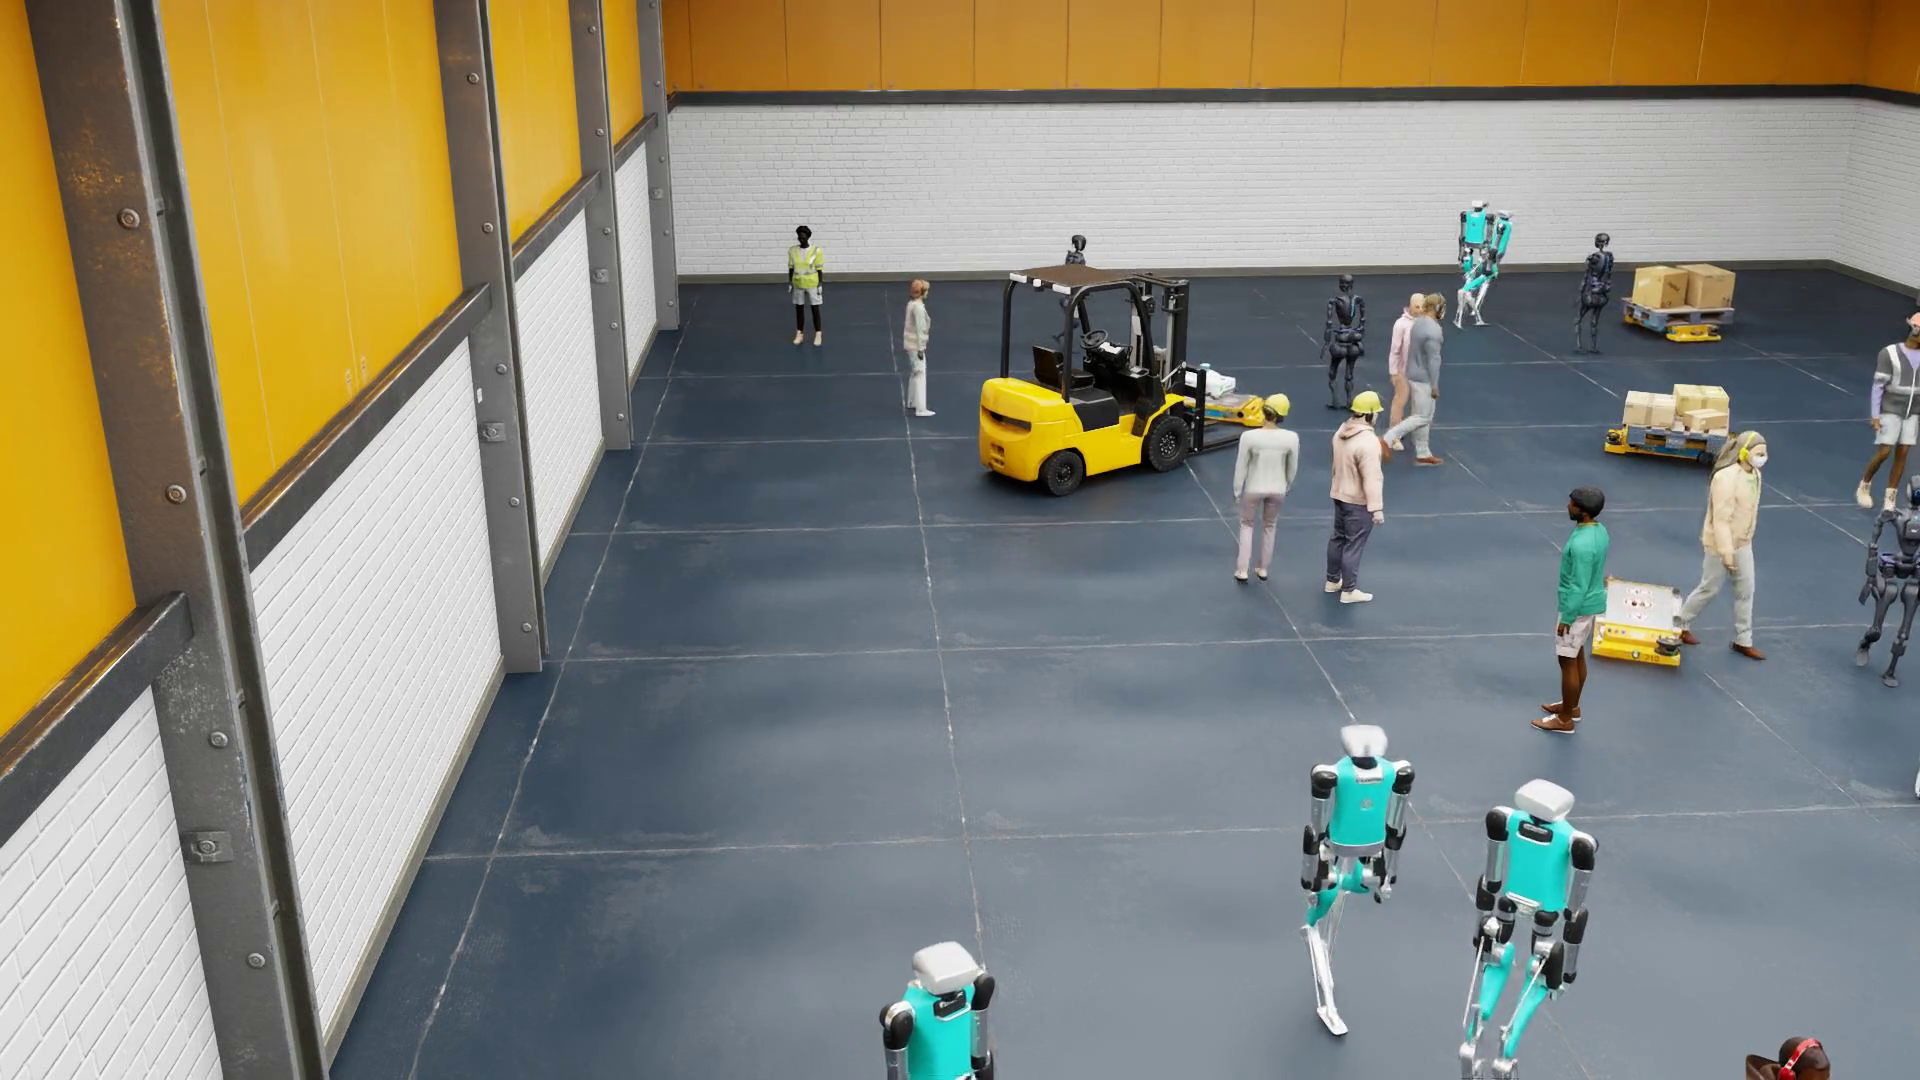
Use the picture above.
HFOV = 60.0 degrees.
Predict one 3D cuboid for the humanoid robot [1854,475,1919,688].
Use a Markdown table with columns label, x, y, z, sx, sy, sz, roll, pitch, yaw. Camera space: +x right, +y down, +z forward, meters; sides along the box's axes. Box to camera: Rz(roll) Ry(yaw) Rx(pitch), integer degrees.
| label | x | y | z | sx | sy | sz | roll | pitch | yaw |
| --- | --- | --- | --- | --- | --- | --- | --- | --- | --- |
| humanoid robot | 7.254 | 0.301 | 12.774 | 0.589 | 1.645 | 0.438 | 4 | 21 | 12 |

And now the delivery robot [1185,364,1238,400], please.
| label | x | y | z | sx | sy | sz | roll | pitch | yaw |
| --- | --- | --- | --- | --- | --- | --- | --- | --- | --- |
| delivery robot | 2.971 | -1.848 | 20.234 | 0.765 | 0.585 | 0.499 | 17 | 26 | 38 |

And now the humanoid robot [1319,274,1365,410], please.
| label | x | y | z | sx | sy | sz | roll | pitch | yaw |
| --- | --- | --- | --- | --- | --- | --- | --- | --- | --- |
| humanoid robot | 4.651 | -2.389 | 20.116 | 0.591 | 1.643 | 0.371 | -8 | 22 | -20 |

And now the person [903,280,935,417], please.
| label | x | y | z | sx | sy | sz | roll | pitch | yaw |
| --- | --- | --- | --- | --- | --- | --- | --- | --- | --- |
| person | -0.513 | -2.312 | 19.961 | 0.340 | 1.622 | 0.545 | -4 | 20 | -10 |

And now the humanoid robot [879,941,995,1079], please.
| label | x | y | z | sx | sy | sz | roll | pitch | yaw |
| --- | --- | --- | --- | --- | --- | --- | --- | --- | --- |
| humanoid robot | 0.055 | 2.555 | 6.675 | 0.546 | 1.886 | 0.731 | -16 | 26 | -37 |

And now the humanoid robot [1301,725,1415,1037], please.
| label | x | y | z | sx | sy | sz | roll | pitch | yaw |
| --- | --- | --- | --- | --- | --- | --- | --- | --- | --- |
| humanoid robot | 2.016 | 1.693 | 8.914 | 0.530 | 1.763 | 0.900 | -2 | 20 | -6 |

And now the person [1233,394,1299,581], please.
| label | x | y | z | sx | sy | sz | roll | pitch | yaw |
| --- | --- | --- | --- | --- | --- | --- | --- | --- | --- |
| person | 2.699 | -0.459 | 14.743 | 0.560 | 1.744 | 0.395 | 0 | 20 | 1 |

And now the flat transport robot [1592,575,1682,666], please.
| label | x | y | z | sx | sy | sz | roll | pitch | yaw |
| --- | --- | --- | --- | --- | --- | --- | --- | --- | --- |
| flat transport robot | 5.635 | 0.660 | 13.830 | 0.659 | 0.231 | 1.431 | 8 | 22 | 20 |

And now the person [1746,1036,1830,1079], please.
| label | x | y | z | sx | sy | sz | roll | pitch | yaw |
| --- | --- | --- | --- | --- | --- | --- | --- | --- | --- |
| person | 3.134 | 2.615 | 6.505 | 0.474 | 1.646 | 0.311 | -8 | 22 | -22 |

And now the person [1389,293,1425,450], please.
| label | x | y | z | sx | sy | sz | roll | pitch | yaw |
| --- | --- | --- | --- | --- | --- | --- | --- | --- | --- |
| person | 5.033 | -1.888 | 18.590 | 0.537 | 1.773 | 0.409 | -4 | 21 | -11 |

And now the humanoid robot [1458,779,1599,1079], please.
| label | x | y | z | sx | sy | sz | roll | pitch | yaw |
| --- | --- | --- | --- | --- | --- | --- | --- | --- | --- |
| humanoid robot | 2.592 | 2.059 | 7.899 | 0.532 | 1.801 | 0.703 | 18 | 26 | 39 |

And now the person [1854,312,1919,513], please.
| label | x | y | z | sx | sy | sz | roll | pitch | yaw |
| --- | --- | --- | --- | --- | --- | --- | --- | --- | --- |
| person | 9.378 | -1.255 | 16.531 | 0.646 | 2.007 | 0.528 | -1 | 20 | -2 |

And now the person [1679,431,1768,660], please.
| label | x | y | z | sx | sy | sz | roll | pitch | yaw |
| --- | --- | --- | --- | --- | --- | --- | --- | --- | --- |
| person | 6.151 | 0.022 | 13.272 | 0.567 | 1.847 | 0.746 | -11 | 23 | -28 |

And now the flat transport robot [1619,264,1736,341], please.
| label | x | y | z | sx | sy | sz | roll | pitch | yaw |
| --- | --- | --- | --- | --- | --- | --- | --- | --- | --- |
| flat transport robot | 10.344 | -3.122 | 24.133 | 0.659 | 0.231 | 1.431 | -3 | 20 | -9 |

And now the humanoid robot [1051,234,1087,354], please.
| label | x | y | z | sx | sy | sz | roll | pitch | yaw |
| --- | --- | --- | --- | --- | --- | --- | --- | --- | --- |
| humanoid robot | 1.470 | -3.381 | 22.805 | 0.493 | 1.628 | 0.613 | 8 | 22 | 20 |

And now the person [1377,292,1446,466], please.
| label | x | y | z | sx | sy | sz | roll | pitch | yaw |
| --- | --- | --- | --- | --- | --- | --- | --- | --- | --- |
| person | 4.905 | -1.711 | 17.929 | 0.709 | 1.895 | 0.694 | 0 | 20 | 0 |

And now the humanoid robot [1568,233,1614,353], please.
| label | x | y | z | sx | sy | sz | roll | pitch | yaw |
| --- | --- | --- | --- | --- | --- | --- | --- | --- | --- |
| humanoid robot | 8.700 | -3.387 | 22.800 | 0.587 | 1.650 | 0.338 | -12 | 23 | -29 |

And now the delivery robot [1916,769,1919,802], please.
| label | x | y | z | sx | sy | sz | roll | pitch | yaw |
| --- | --- | --- | --- | --- | --- | --- | --- | --- | --- |
| delivery robot | 6.735 | 1.481 | 11.205 | 0.499 | 0.613 | 0.811 | 7 | 21 | 19 |

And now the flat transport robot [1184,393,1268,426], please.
| label | x | y | z | sx | sy | sz | roll | pitch | yaw |
| --- | --- | --- | --- | --- | --- | --- | --- | --- | --- |
| flat transport robot | 3.034 | -1.606 | 20.003 | 1.431 | 0.231 | 0.659 | 10 | 22 | 24 |

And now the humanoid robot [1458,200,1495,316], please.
| label | x | y | z | sx | sy | sz | roll | pitch | yaw |
| --- | --- | --- | --- | --- | --- | --- | --- | --- | --- |
| humanoid robot | 7.835 | -4.223 | 25.061 | 0.531 | 1.838 | 0.660 | 18 | 27 | 41 |

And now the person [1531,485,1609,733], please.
| label | x | y | z | sx | sy | sz | roll | pitch | yaw |
| --- | --- | --- | --- | --- | --- | --- | --- | --- | --- |
| person | 4.448 | 0.498 | 11.978 | 0.387 | 1.848 | 0.505 | 12 | 24 | 30 |

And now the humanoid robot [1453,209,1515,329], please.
| label | x | y | z | sx | sy | sz | roll | pitch | yaw |
| --- | --- | --- | --- | --- | --- | --- | --- | --- | --- |
| humanoid robot | 7.572 | -3.972 | 24.324 | 0.875 | 1.771 | 0.597 | 12 | 23 | 29 |

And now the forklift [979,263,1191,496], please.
| label | x | y | z | sx | sy | sz | roll | pitch | yaw |
| --- | --- | --- | --- | --- | --- | --- | --- | --- | --- |
| forklift | 1.315 | -1.764 | 17.646 | 2.313 | 2.155 | 1.214 | -14 | 24 | -33 |

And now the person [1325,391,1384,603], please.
| label | x | y | z | sx | sy | sz | roll | pitch | yaw |
| --- | --- | --- | --- | --- | --- | --- | --- | --- | --- |
| person | 3.390 | -0.372 | 14.343 | 0.431 | 1.859 | 0.792 | -4 | 21 | -12 |

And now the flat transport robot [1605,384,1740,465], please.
| label | x | y | z | sx | sy | sz | roll | pitch | yaw |
| --- | --- | --- | --- | --- | --- | --- | --- | --- | --- |
| flat transport robot | 7.983 | -1.073 | 18.550 | 1.431 | 0.231 | 0.659 | 9 | 22 | 23 |

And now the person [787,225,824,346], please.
| label | x | y | z | sx | sy | sz | roll | pitch | yaw |
| --- | --- | --- | --- | --- | --- | --- | --- | --- | --- |
| person | -2.158 | -3.561 | 23.264 | 0.534 | 1.691 | 0.317 | 5 | 21 | 14 |
